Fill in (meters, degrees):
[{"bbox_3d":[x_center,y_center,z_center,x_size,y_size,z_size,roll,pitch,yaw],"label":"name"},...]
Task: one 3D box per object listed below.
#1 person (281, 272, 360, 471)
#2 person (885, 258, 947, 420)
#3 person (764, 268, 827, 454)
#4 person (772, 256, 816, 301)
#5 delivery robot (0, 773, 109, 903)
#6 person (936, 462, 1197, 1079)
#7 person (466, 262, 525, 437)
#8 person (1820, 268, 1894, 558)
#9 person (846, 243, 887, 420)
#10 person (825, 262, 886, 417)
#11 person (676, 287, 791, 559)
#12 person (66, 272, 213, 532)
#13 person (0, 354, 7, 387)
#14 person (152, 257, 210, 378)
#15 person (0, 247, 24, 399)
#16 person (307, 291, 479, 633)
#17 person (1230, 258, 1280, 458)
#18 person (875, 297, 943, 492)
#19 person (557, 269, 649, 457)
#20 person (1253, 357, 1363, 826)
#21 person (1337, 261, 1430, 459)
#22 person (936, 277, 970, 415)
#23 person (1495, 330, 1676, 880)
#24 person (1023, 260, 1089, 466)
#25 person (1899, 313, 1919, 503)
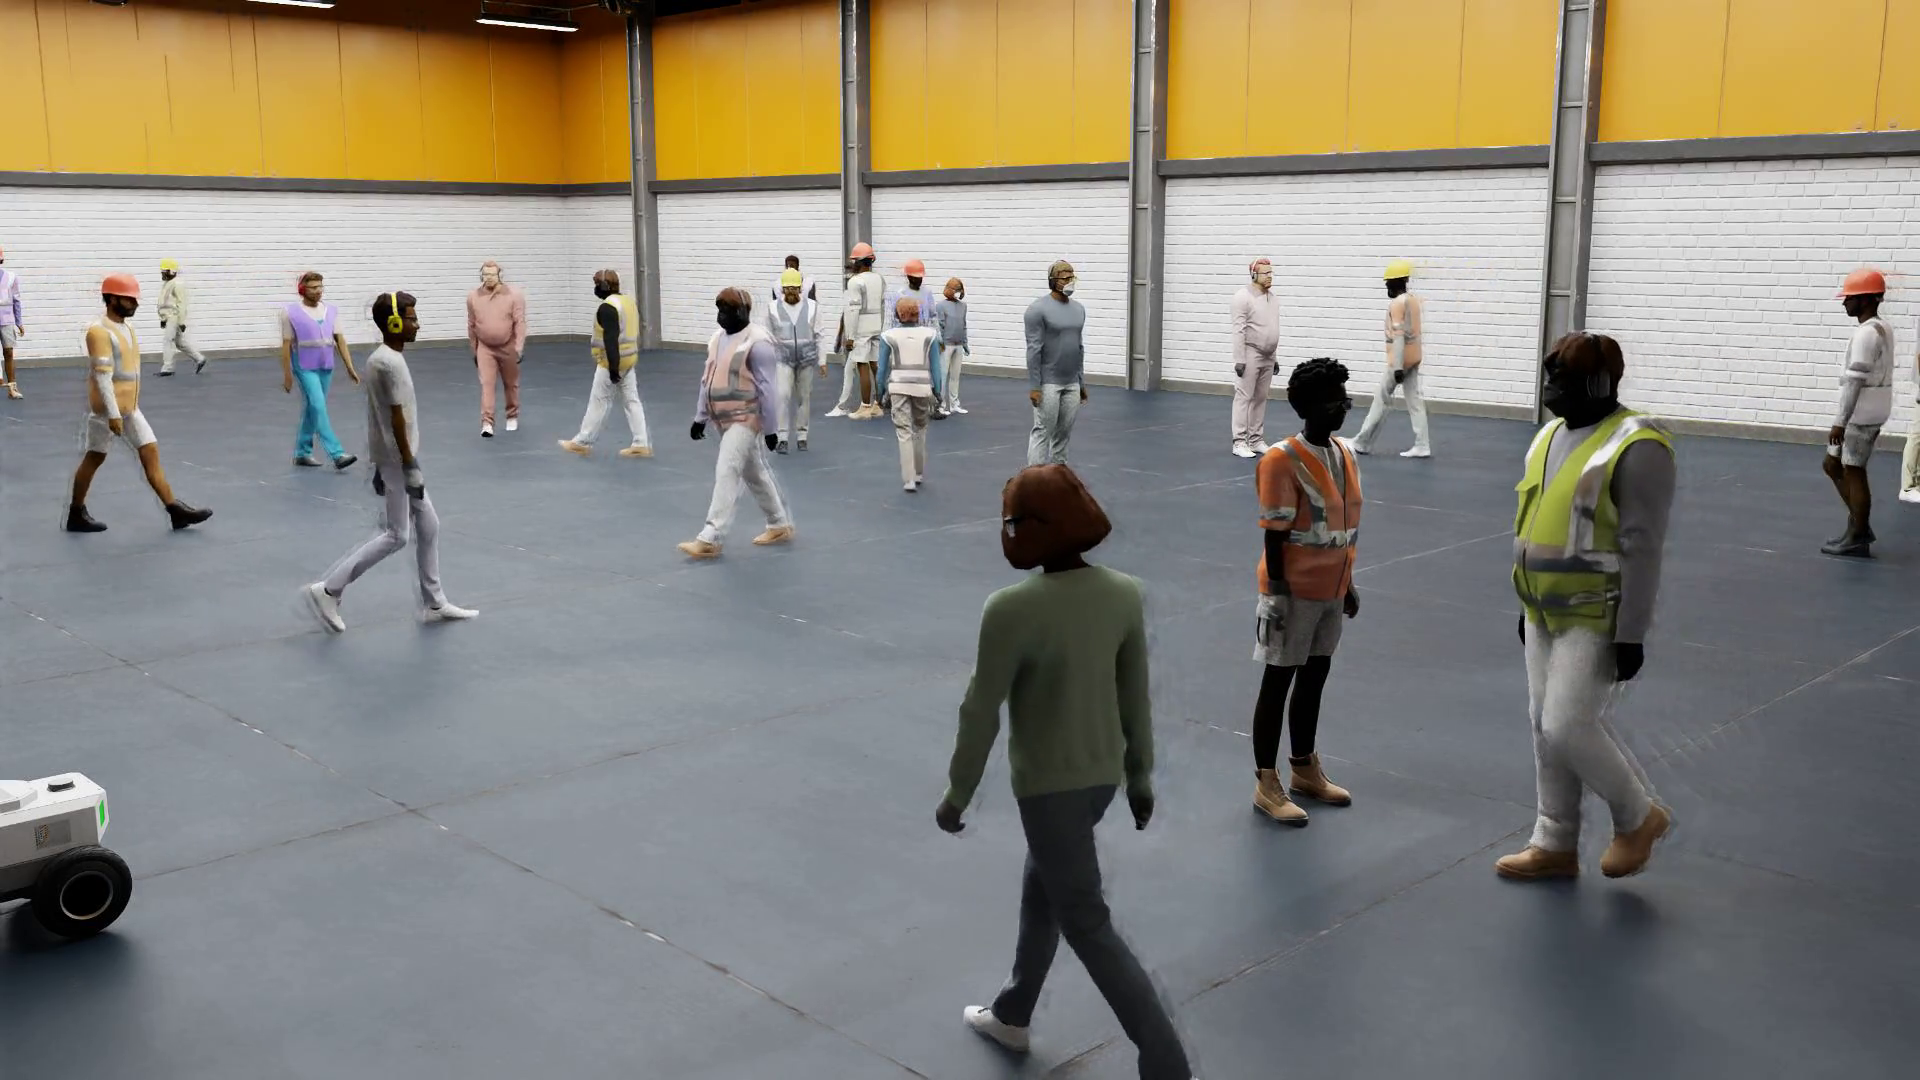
[{"bbox_3d":[-5.809,-1.529,15.132,0.965,1.792,0.596,6,12,28],"label":"person"},{"bbox_3d":[-0.571,-2.357,19.467,1.032,1.880,0.559,9,14,40],"label":"person"},{"bbox_3d":[-1.607,-1.746,16.314,0.615,1.805,0.724,-2,11,-10],"label":"person"},{"bbox_3d":[-2.164,-2.779,21.800,0.613,1.864,1.013,0,10,3],"label":"person"},{"bbox_3d":[-2.988,0.902,5.023,0.707,0.478,0.477,-10,14,-44],"label":"delivery robot"},{"bbox_3d":[0.295,0.609,4.059,0.510,1.594,0.857,-10,14,-43],"label":"person"},{"bbox_3d":[-4.965,-2.050,17.843,0.633,1.853,1.020,-1,10,-7],"label":"person"},{"bbox_3d":[5.932,-0.831,11.029,0.430,1.923,0.546,7,12,33],"label":"person"},{"bbox_3d":[-1.106,-2.405,19.251,0.388,2.045,0.605,8,13,36],"label":"person"},{"bbox_3d":[-1.223,-2.395,19.828,0.947,1.838,0.512,-7,13,-34],"label":"person"},{"bbox_3d":[-1.505,-0.797,11.196,0.979,1.795,0.628,-8,13,-36],"label":"person"},{"bbox_3d":[-6.010,-0.975,11.935,1.048,1.868,0.580,0,10,0],"label":"person"},{"bbox_3d":[-13.723,-3.088,23.401,0.572,1.887,0.354,-10,14,-43],"label":"person"},{"bbox_3d":[-11.819,-3.363,25.114,0.813,1.808,0.589,-8,13,-36],"label":"person"},{"bbox_3d":[-12.475,-2.824,21.566,0.605,2.033,0.395,-10,14,-43],"label":"person"},{"bbox_3d":[-3.098,-0.418,8.977,0.805,1.843,0.519,-3,11,-18],"label":"person"},{"bbox_3d":[2.883,-1.757,16.090,0.636,1.911,0.405,-10,14,-43],"label":"person"},{"bbox_3d":[-0.447,-1.234,14.026,0.545,1.602,0.757,-2,11,-10],"label":"person"},{"bbox_3d":[-3.425,-1.683,15.966,0.919,1.797,0.657,1,10,8],"label":"person"},{"bbox_3d":[1.280,0.179,6.104,0.529,1.697,0.321,-10,14,-43],"label":"person"},{"bbox_3d":[4.158,-1.734,16.029,0.951,1.874,0.609,7,13,35],"label":"person"},{"bbox_3d":[-0.091,-2.309,19.847,0.497,1.633,0.279,-10,14,-43],"label":"person"},{"bbox_3d":[2.018,0.241,5.397,0.457,1.831,0.648,-2,11,-12],"label":"person"},{"bbox_3d":[0.766,-1.220,13.077,0.627,1.940,0.371,-10,14,-43],"label":"person"},{"bbox_3d":[7.810,-1.229,13.334,0.517,1.865,0.327,-10,14,-43],"label":"person"}]
